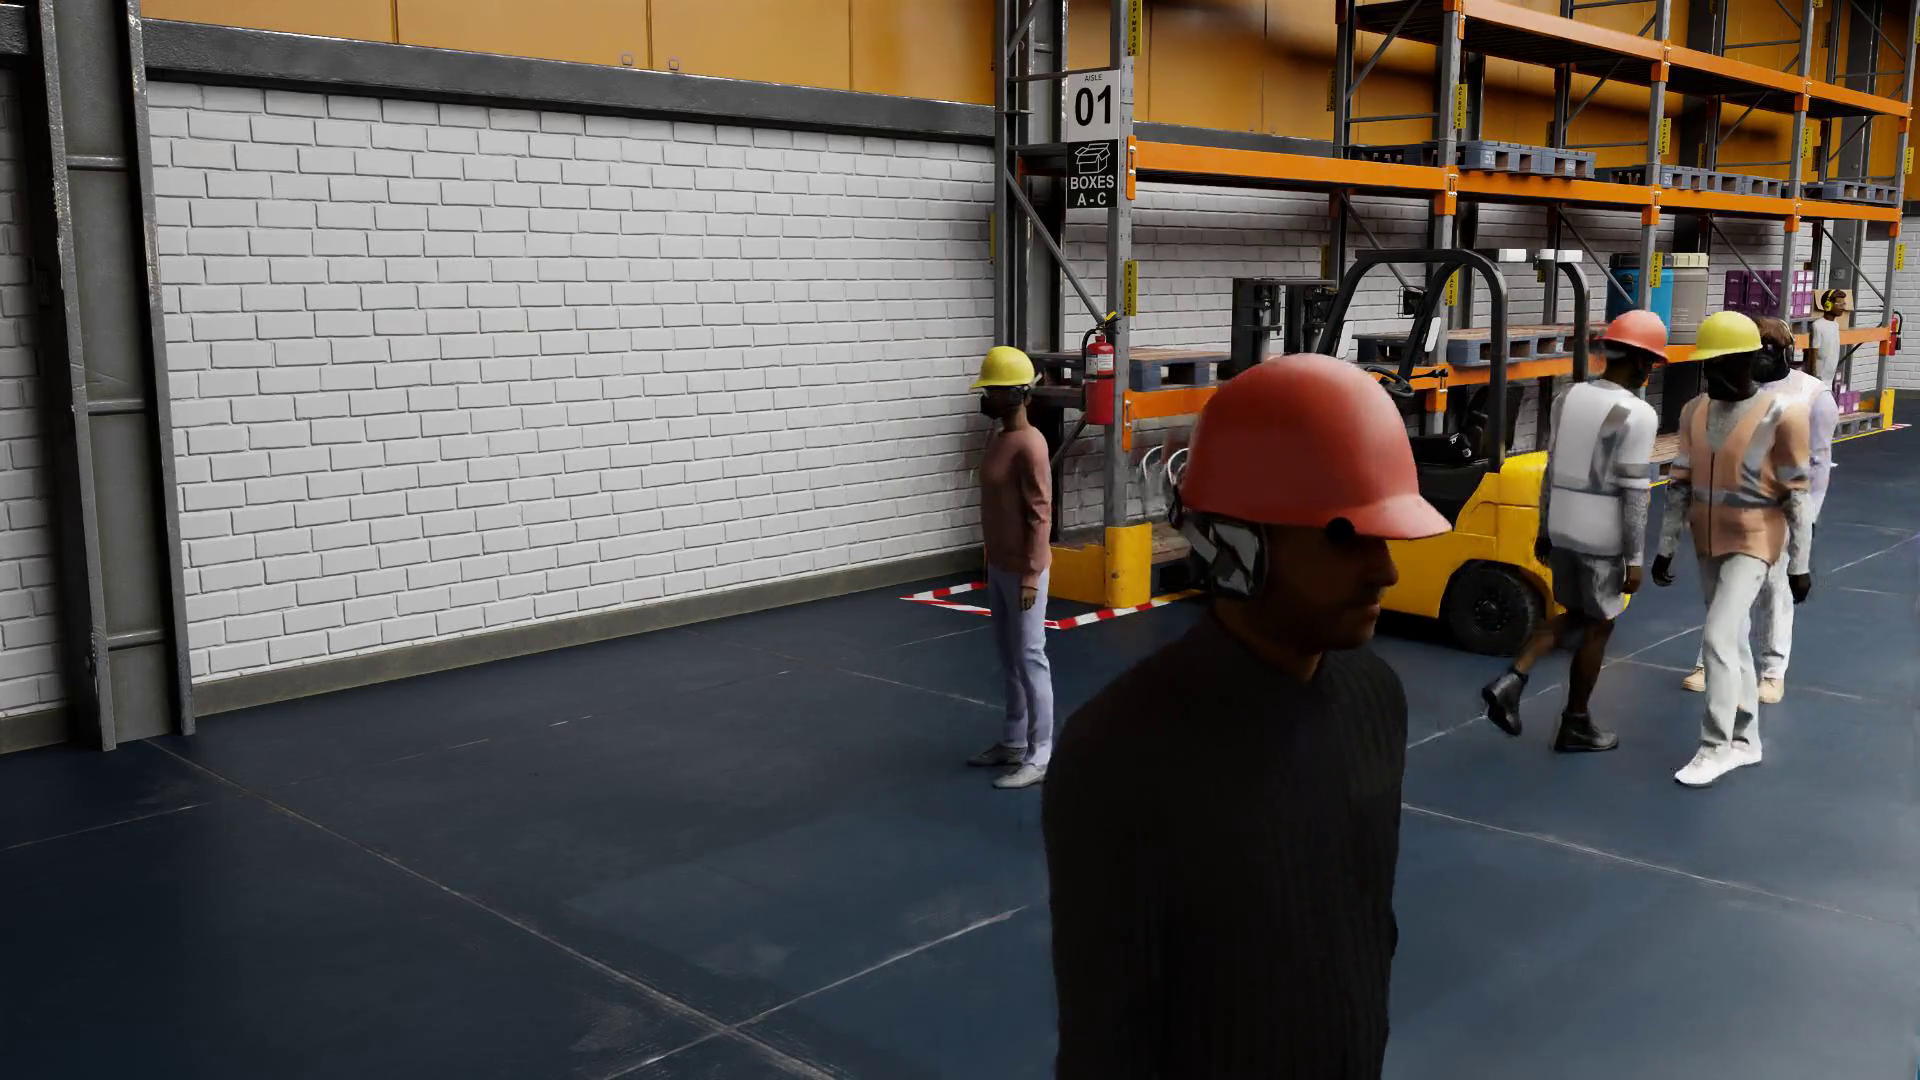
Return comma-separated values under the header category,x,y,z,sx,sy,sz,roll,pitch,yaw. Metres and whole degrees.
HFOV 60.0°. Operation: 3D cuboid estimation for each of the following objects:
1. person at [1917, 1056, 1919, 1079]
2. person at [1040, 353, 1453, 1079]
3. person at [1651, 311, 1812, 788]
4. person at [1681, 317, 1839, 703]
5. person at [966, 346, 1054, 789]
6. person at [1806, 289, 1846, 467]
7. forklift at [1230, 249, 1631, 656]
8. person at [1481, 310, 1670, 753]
category,x,y,z,sx,sy,sz,roll,pitch,yaw
person,2.491,0.562,3.809,0.952,1.804,0.582,-8,12,-41
person,0.322,0.766,2.009,0.630,1.981,0.495,-8,12,-39
person,3.047,0.035,6.725,0.739,1.894,0.588,-3,10,-19
person,3.829,-0.145,8.016,0.627,1.844,0.429,9,13,44
person,0.196,0.110,6.677,0.324,1.767,0.533,-3,10,-17
person,8.986,-1.669,17.310,0.515,1.861,0.320,-7,12,-38
forklift,2.710,-0.584,9.626,2.313,2.155,1.214,9,13,43
person,2.623,-0.008,6.987,0.625,1.900,0.601,-3,10,-19
